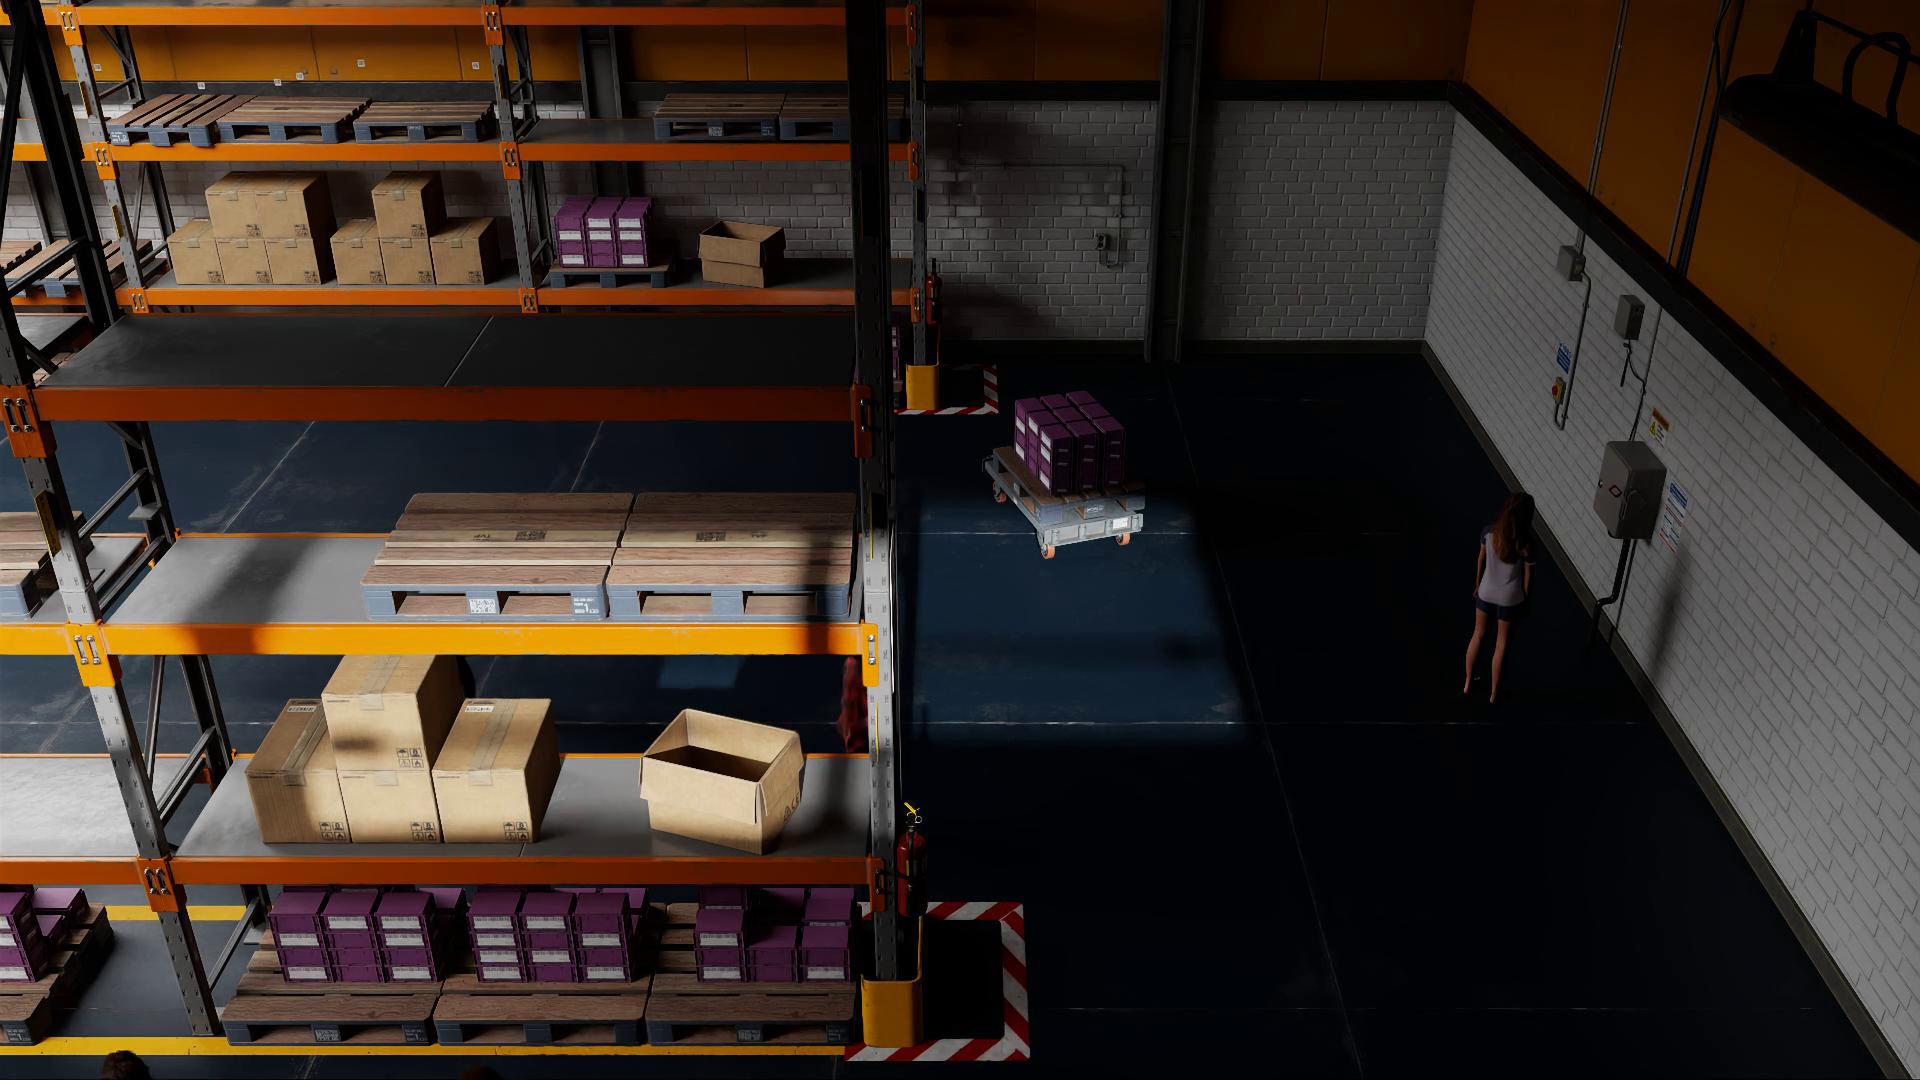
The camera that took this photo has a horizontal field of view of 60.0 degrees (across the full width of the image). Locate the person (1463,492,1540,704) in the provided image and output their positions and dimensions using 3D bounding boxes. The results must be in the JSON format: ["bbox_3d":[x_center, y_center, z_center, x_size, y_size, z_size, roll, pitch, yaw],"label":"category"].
[{"bbox_3d":[4.039,0.423,12.427,0.679,1.731,0.748,23,36,36],"label":"person"}]

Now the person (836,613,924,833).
[{"bbox_3d":[-0.726,1.208,11.050,0.936,1.672,0.721,5,29,8],"label":"person"}]
